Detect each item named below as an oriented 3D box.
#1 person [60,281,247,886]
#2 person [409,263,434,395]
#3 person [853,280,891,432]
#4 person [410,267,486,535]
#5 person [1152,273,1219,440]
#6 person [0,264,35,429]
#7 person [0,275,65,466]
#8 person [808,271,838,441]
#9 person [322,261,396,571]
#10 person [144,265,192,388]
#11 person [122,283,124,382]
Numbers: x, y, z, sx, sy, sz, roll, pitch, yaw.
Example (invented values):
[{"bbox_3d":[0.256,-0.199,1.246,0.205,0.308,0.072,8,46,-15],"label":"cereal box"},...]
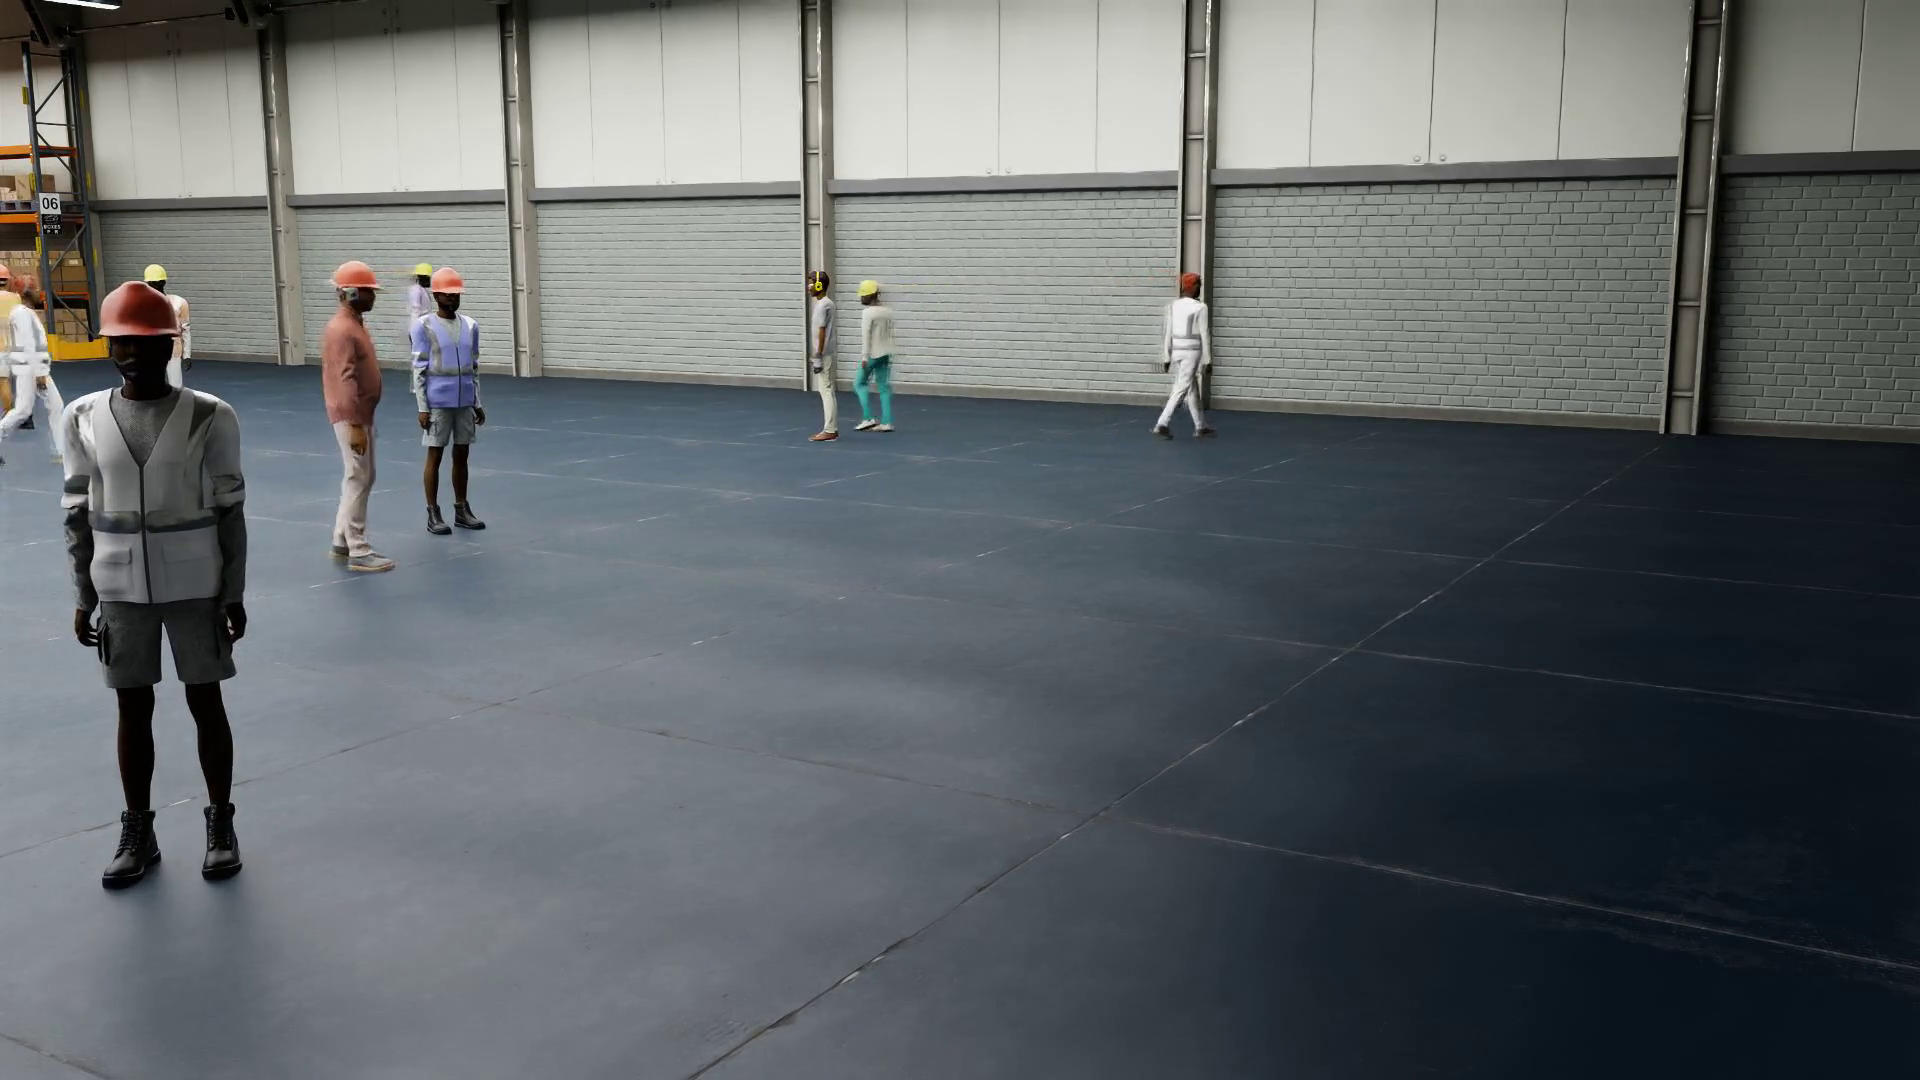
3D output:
[{"bbox_3d":[-2.584,0.147,5.366,0.547,1.942,0.351,-2,10,-13],"label":"person"},{"bbox_3d":[-7.740,-3.064,24.235,0.637,1.906,0.599,-1,10,-9],"label":"person"},{"bbox_3d":[-1.023,-2.110,19.155,0.547,1.736,0.566,5,11,29],"label":"person"},{"bbox_3d":[-3.726,-1.017,12.191,0.377,1.938,0.547,8,13,40],"label":"person"},{"bbox_3d":[2.493,-2.026,18.400,0.979,1.846,0.594,-6,12,-33],"label":"person"},{"bbox_3d":[-11.060,-2.227,19.274,0.370,1.939,0.543,6,11,31],"label":"person"},{"bbox_3d":[-9.034,-1.626,16.056,0.925,1.848,0.576,-3,10,-16],"label":"person"},{"bbox_3d":[-1.506,-2.016,18.283,0.311,1.860,0.503,0,10,1],"label":"person"},{"bbox_3d":[-3.919,-0.786,10.722,0.487,1.983,0.722,-2,10,-12],"label":"person"},{"bbox_3d":[-8.823,-2.071,18.397,0.594,1.926,0.367,-3,10,-16],"label":"person"},{"bbox_3d":[-12.316,-3.007,24.736,0.279,1.633,0.500,1,10,9],"label":"person"}]
